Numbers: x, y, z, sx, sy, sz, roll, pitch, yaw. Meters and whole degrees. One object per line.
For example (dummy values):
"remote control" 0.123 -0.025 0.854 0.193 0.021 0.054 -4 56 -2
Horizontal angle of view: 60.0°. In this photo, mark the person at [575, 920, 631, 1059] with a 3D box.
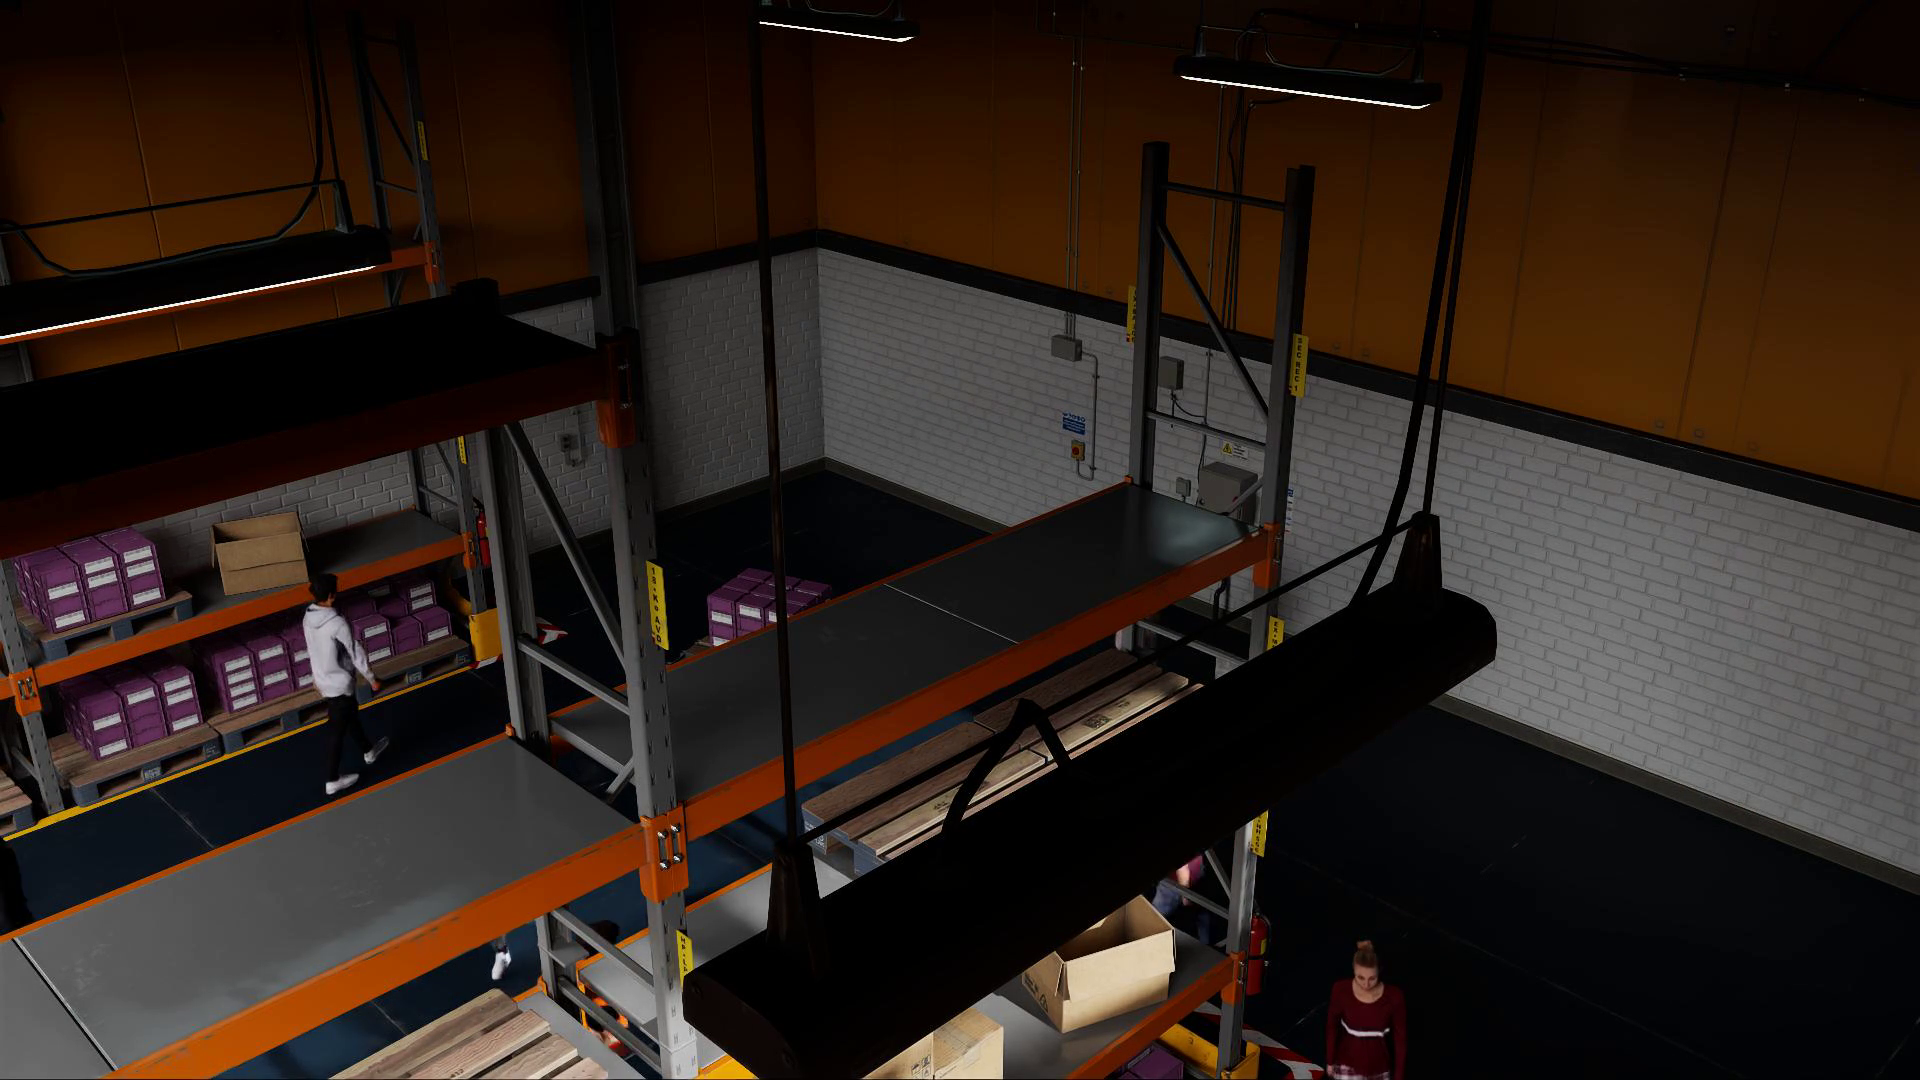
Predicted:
"person" -2.186 3.047 9.662 1.201 1.852 0.841 -14 27 -29

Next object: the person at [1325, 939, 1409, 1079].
"person" 2.382 3.058 9.857 0.954 1.676 1.051 3 24 6

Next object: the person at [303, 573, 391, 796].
"person" -5.235 1.231 13.766 0.846 1.894 1.092 15 28 31
